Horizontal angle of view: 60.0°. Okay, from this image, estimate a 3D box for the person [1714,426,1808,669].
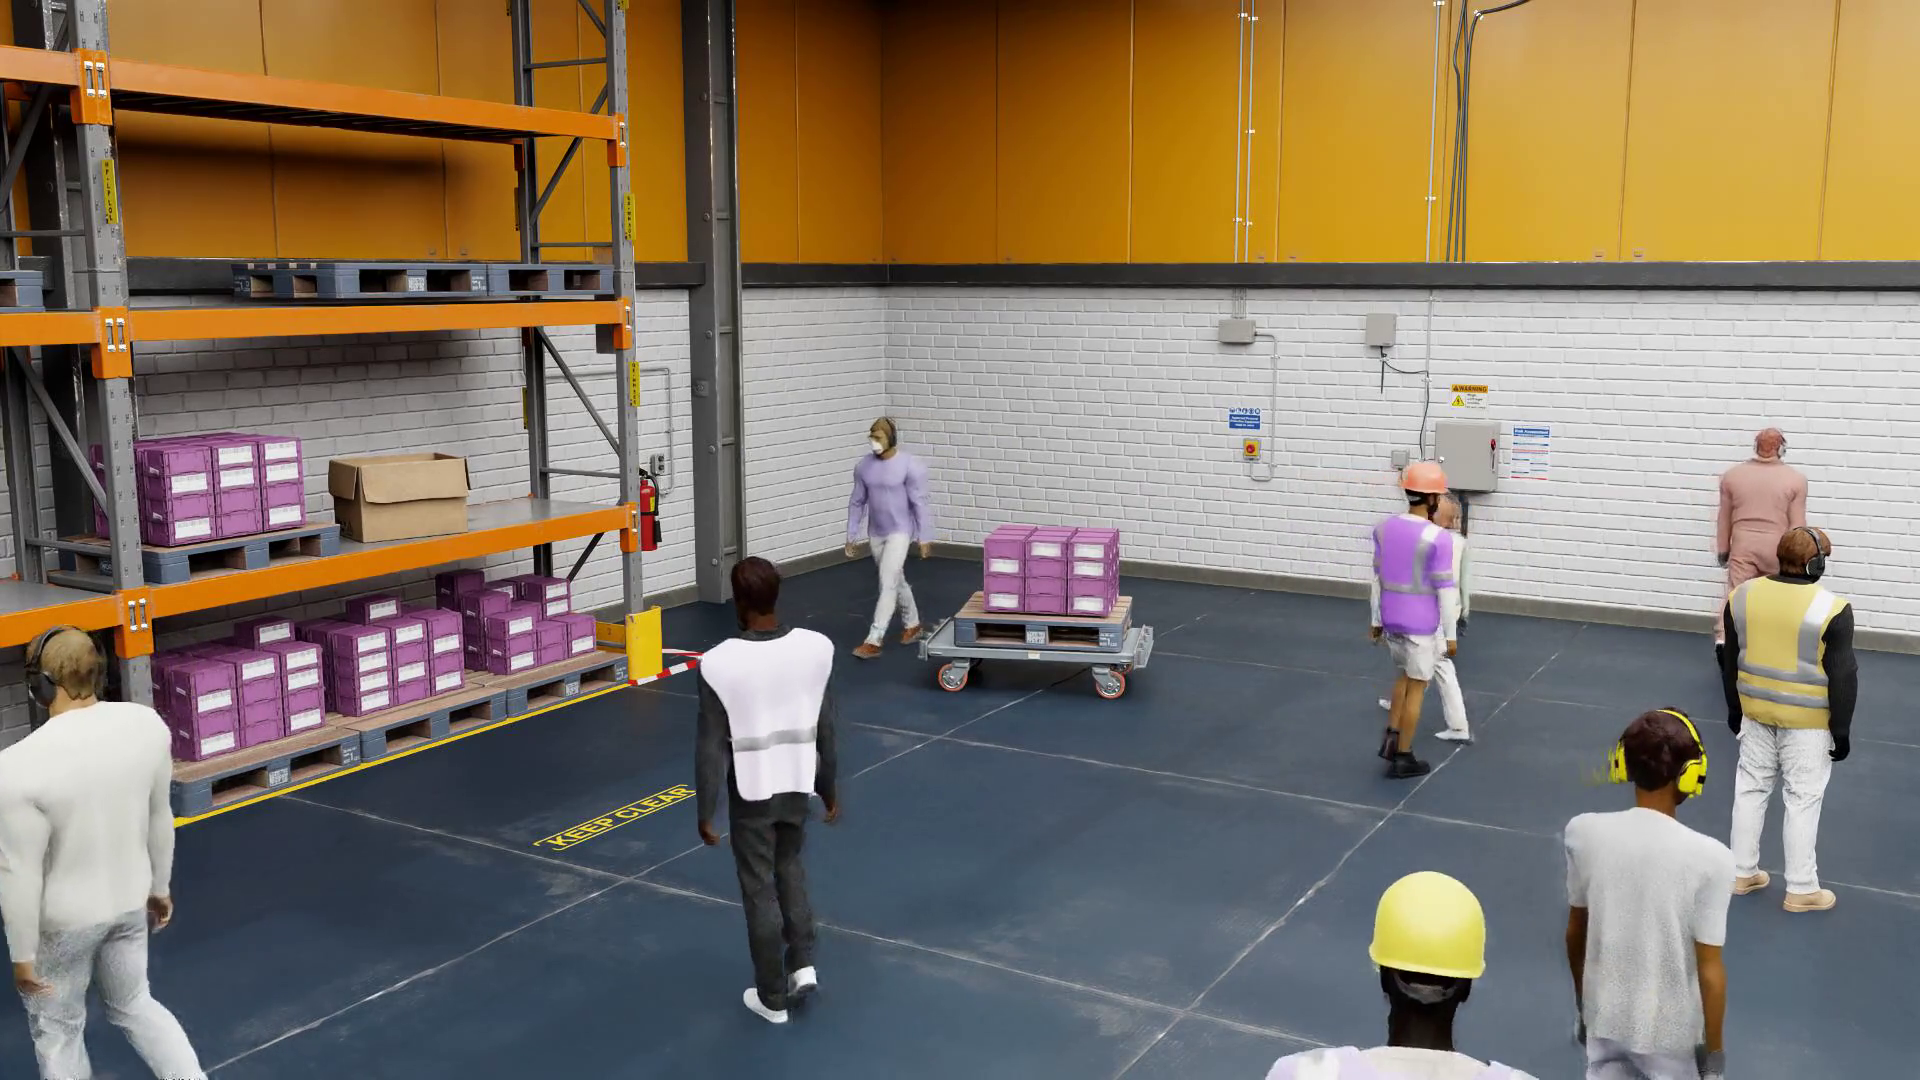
[{"bbox_3d":[6.116,0.065,12.741,0.645,1.879,0.888,8,12,40],"label":"person"}]

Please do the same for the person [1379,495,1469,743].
[{"bbox_3d":[3.078,0.495,10.931,0.514,1.591,0.847,-7,11,-36],"label":"person"}]

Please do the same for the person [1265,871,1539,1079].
[{"bbox_3d":[0.866,1.568,3.339,0.590,1.882,0.927,1,9,4],"label":"person"}]

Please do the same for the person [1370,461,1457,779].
[{"bbox_3d":[2.744,0.483,9.980,0.438,1.917,0.564,-6,11,-33],"label":"person"}]

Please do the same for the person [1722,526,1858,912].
[{"bbox_3d":[3.974,0.845,7.967,0.429,1.842,0.636,-6,11,-32],"label":"person"}]

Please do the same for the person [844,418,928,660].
[{"bbox_3d":[-0.567,-0.034,13.305,0.646,1.894,1.005,6,11,35],"label":"person"}]

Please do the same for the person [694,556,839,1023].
[{"bbox_3d":[-0.789,1.009,6.745,0.615,1.903,0.457,-6,11,-31],"label":"person"}]

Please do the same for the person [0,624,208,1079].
[{"bbox_3d":[-2.791,1.214,5.414,0.741,1.919,0.644,4,10,24],"label":"person"}]

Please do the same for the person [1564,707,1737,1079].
[{"bbox_3d":[1.988,1.374,4.697,0.891,1.827,0.534,-8,12,-41],"label":"person"}]
